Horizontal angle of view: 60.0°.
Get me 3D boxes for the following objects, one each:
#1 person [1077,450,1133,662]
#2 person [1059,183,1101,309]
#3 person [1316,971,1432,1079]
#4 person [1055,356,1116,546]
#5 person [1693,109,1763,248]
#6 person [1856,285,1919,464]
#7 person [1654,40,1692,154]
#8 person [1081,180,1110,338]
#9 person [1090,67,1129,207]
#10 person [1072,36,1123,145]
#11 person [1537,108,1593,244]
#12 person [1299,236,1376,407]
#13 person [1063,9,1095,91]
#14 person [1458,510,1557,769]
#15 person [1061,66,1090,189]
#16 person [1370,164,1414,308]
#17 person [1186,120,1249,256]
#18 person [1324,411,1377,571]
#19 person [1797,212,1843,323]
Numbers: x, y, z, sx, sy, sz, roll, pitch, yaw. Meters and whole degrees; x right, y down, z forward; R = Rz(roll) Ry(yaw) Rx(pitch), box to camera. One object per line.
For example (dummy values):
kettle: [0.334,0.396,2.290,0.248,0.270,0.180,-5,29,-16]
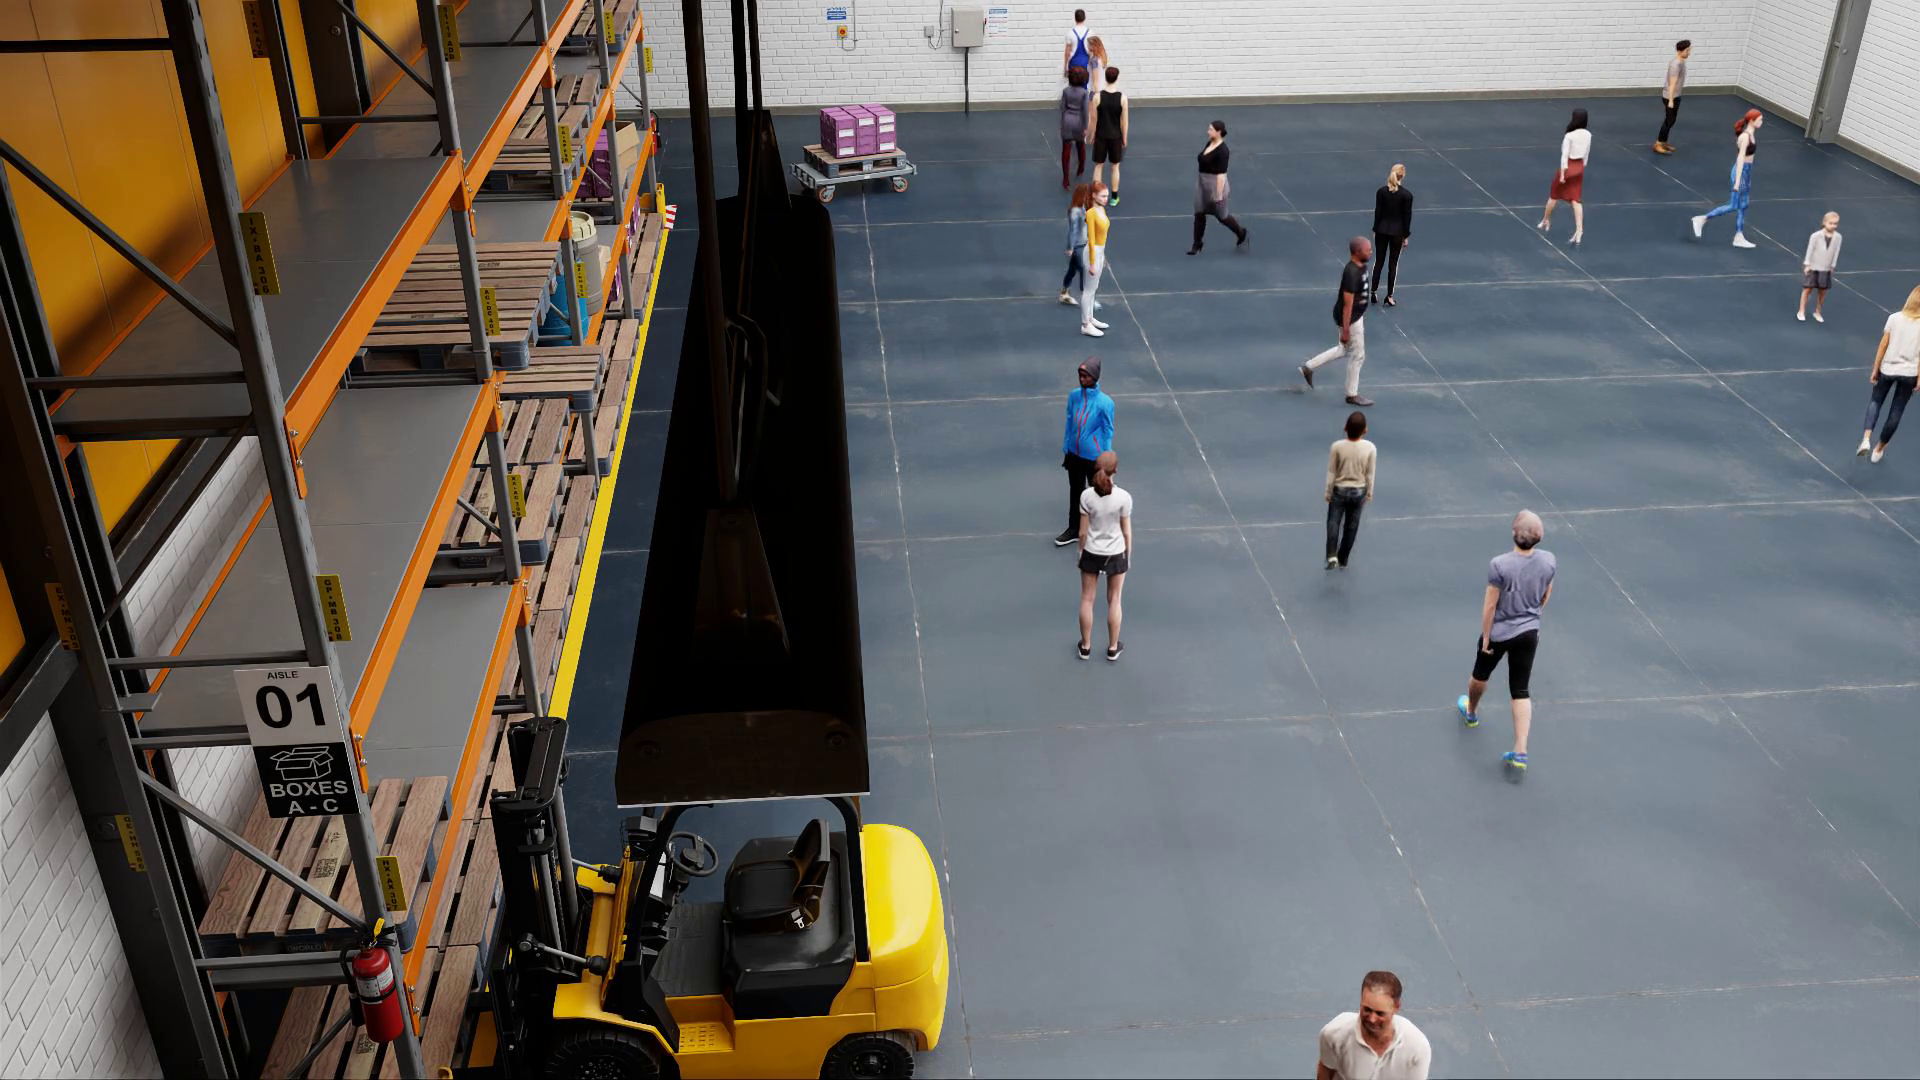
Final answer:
person: [1.095,0.125,12.713,0.612,1.752,0.618,4,29,7]
person: [1.322,-3.488,19.638,0.840,1.462,0.825,13,31,23]
person: [1.956,2.696,7.907,0.933,1.840,1.119,10,30,18]
person: [1.105,-0.730,14.237,0.679,1.793,0.733,20,35,33]
person: [9.996,-4.660,21.471,1.025,1.766,1.044,16,33,27]
person: [8.841,-1.524,15.688,0.814,1.797,0.885,18,33,29]
person: [10.890,-6.791,25.431,0.812,1.714,0.711,11,30,19]
person: [1.509,-3.190,18.786,0.735,1.756,0.628,10,30,17]
person: [2.048,-5.578,23.027,0.707,1.886,0.632,3,29,6]
person: [2.233,-6.889,25.646,1.064,1.681,1.106,17,33,28]
person: [7.972,-4.673,21.559,0.767,1.703,1.170,-9,30,-15]
person: [3.910,-2.257,17.047,0.991,1.782,1.100,9,30,17]
person: [1.902,-7.562,26.728,0.644,1.826,1.081,-2,29,-3]
person: [3.856,0.714,11.523,0.714,1.857,1.209,0,29,-1]
person: [1.602,-5.867,23.783,0.844,1.670,1.131,7,29,12]
person: [5.051,-3.575,19.543,0.701,1.707,0.731,16,33,27]
person: [3.302,-4.446,21.111,0.863,1.735,1.055,-9,30,-16]
person: [3.252,-0.367,13.927,0.658,1.453,0.798,5,29,9]
person: [9.954,-3.186,19.284,0.588,1.273,0.621,7,29,12]
